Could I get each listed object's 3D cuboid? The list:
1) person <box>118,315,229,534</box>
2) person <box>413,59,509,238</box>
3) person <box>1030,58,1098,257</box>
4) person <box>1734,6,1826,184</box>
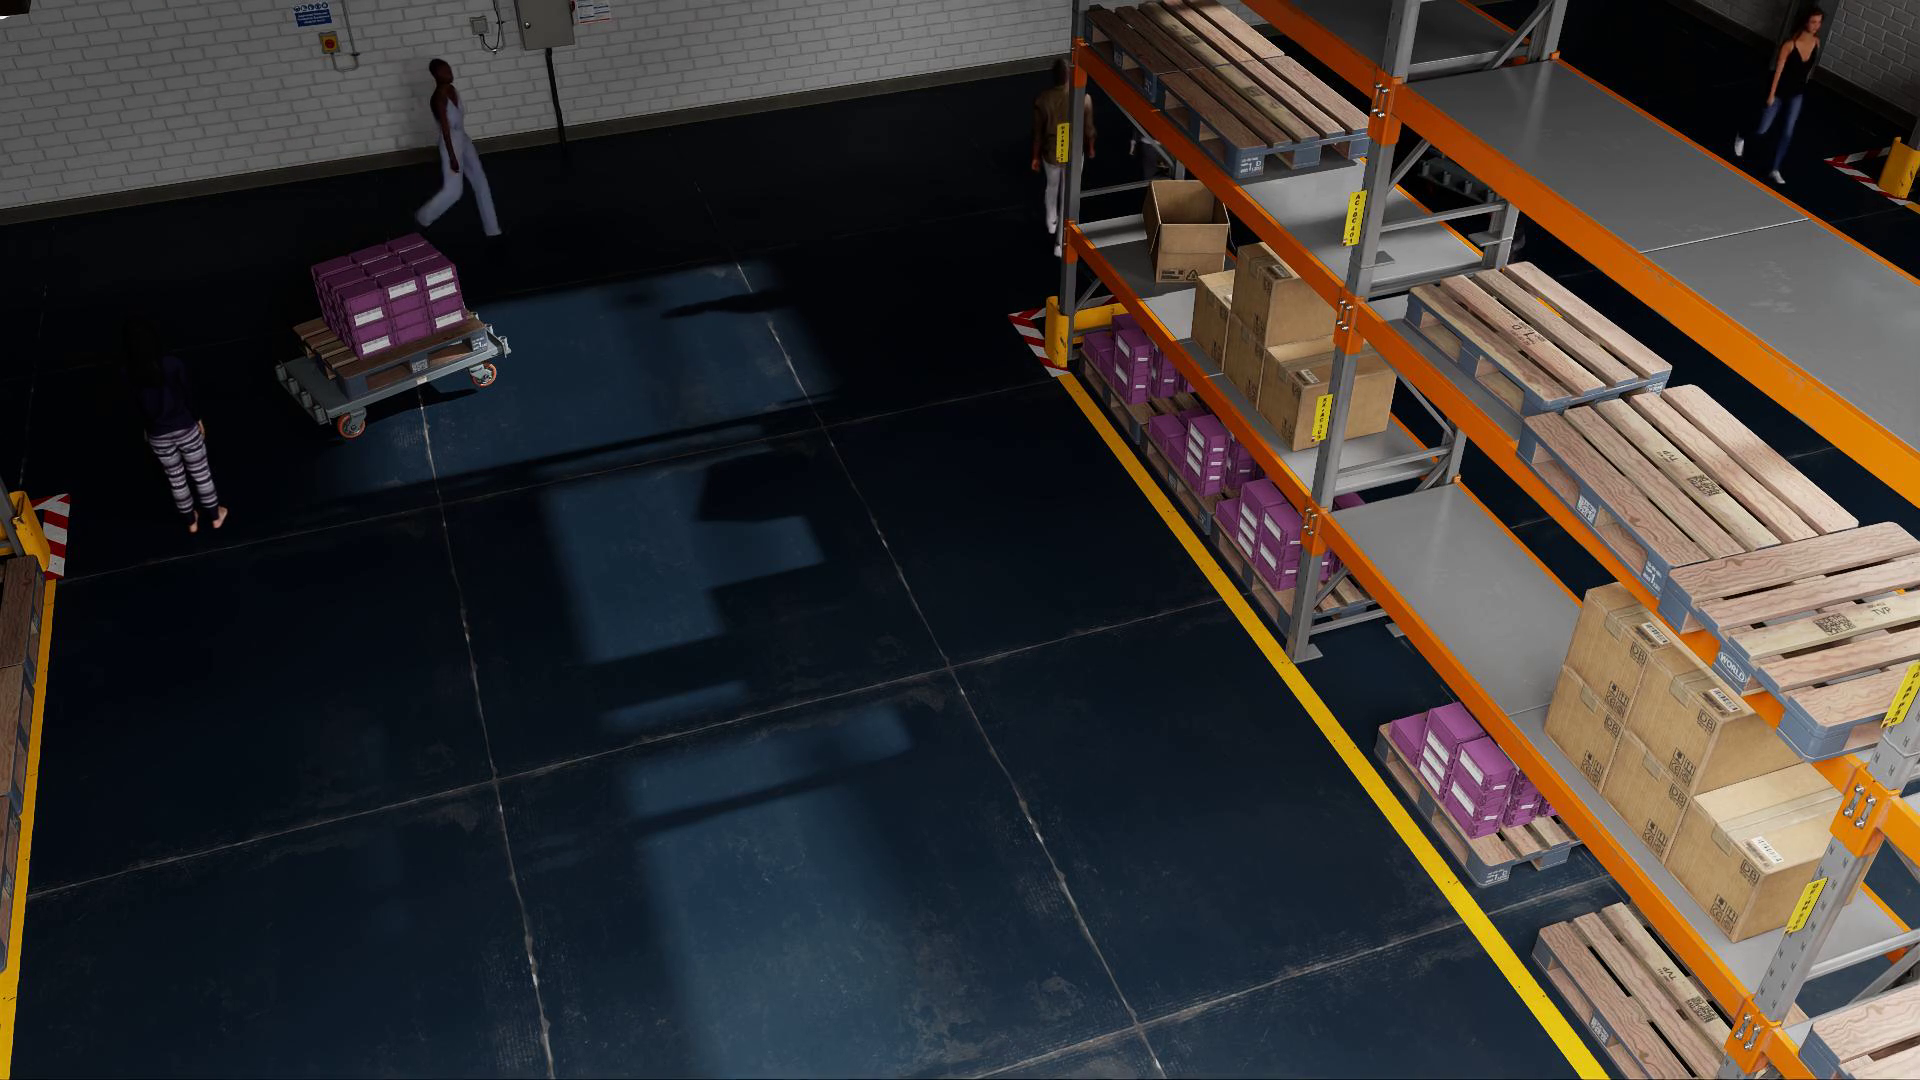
[{"bbox_3d":[-5.608,-0.812,11.829,0.608,1.729,0.539,-9,39,-11],"label":"person"},{"bbox_3d":[-4.707,-3.535,15.218,0.936,1.754,1.091,2,39,2],"label":"person"},{"bbox_3d":[0.932,-3.429,15.054,1.039,1.794,1.135,9,39,11],"label":"person"},{"bbox_3d":[8.082,-4.426,16.376,0.743,1.702,1.049,-4,39,-5],"label":"person"}]
